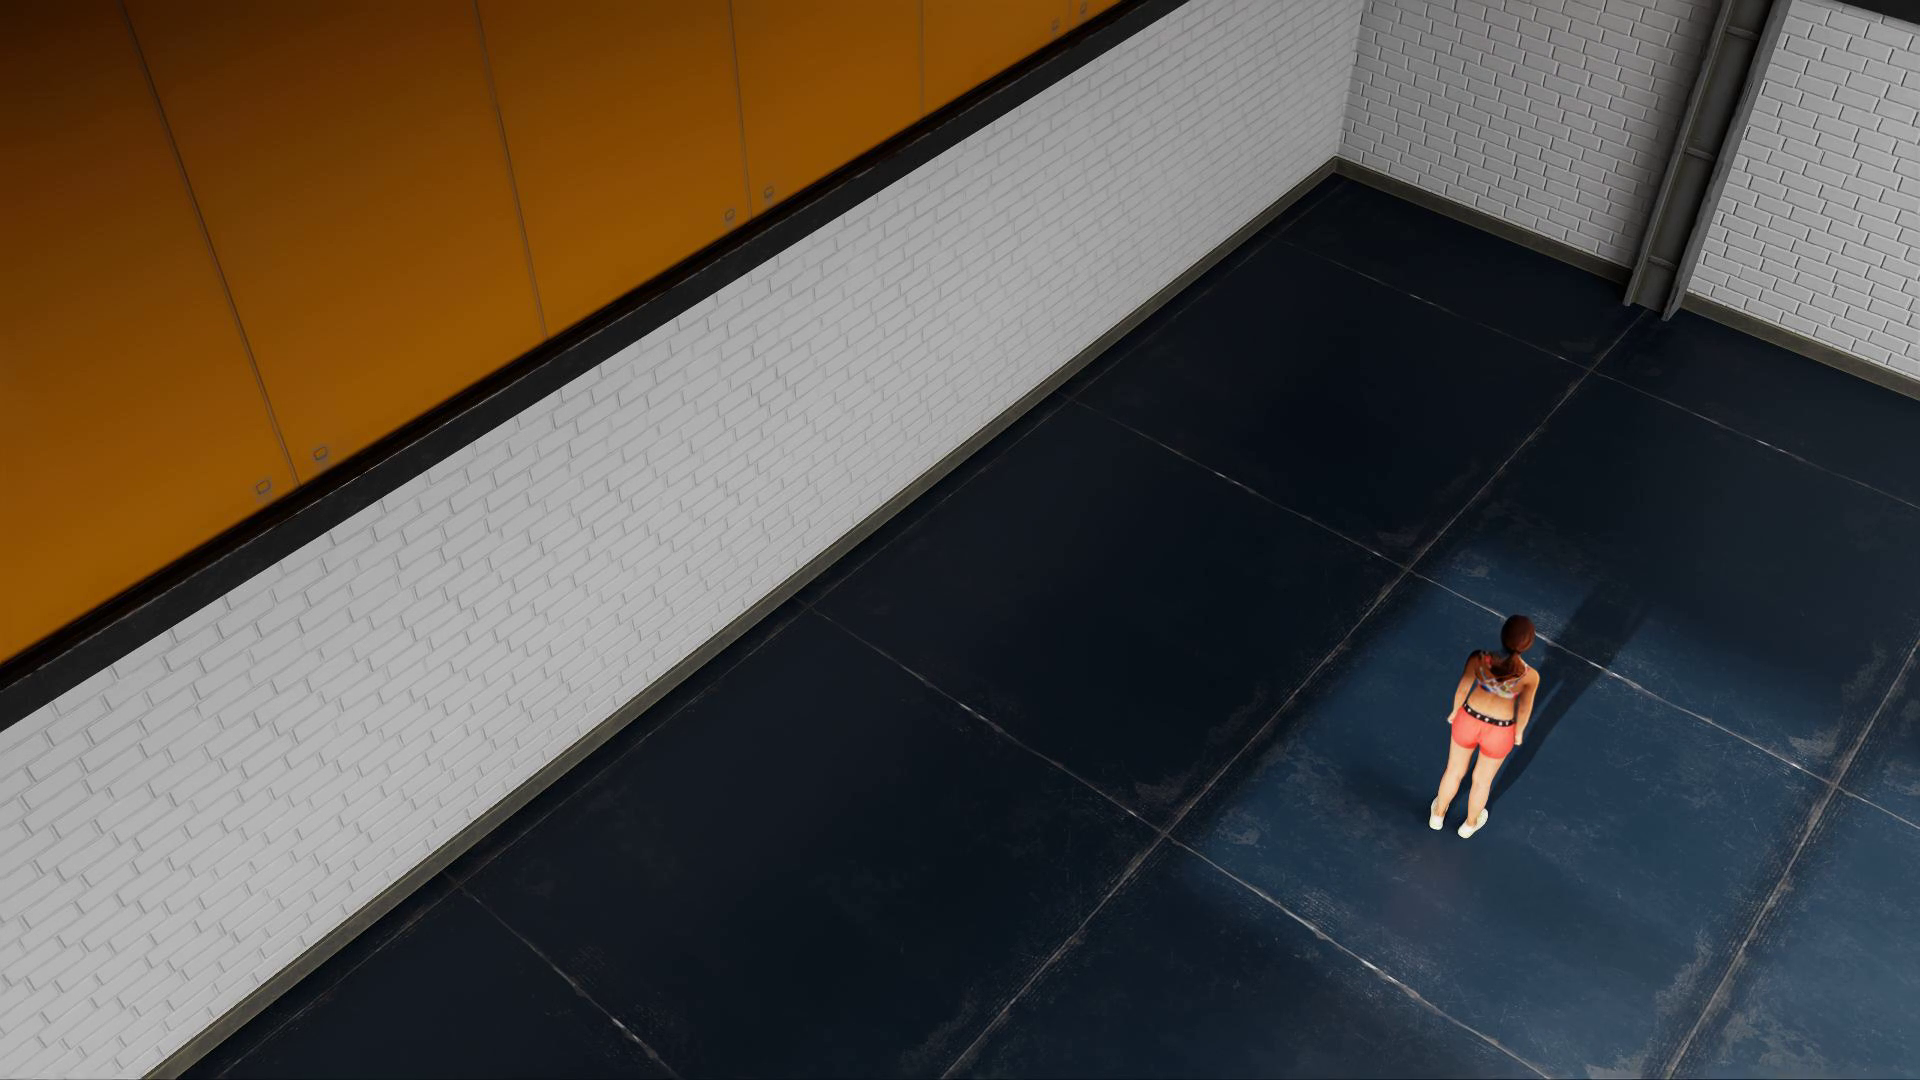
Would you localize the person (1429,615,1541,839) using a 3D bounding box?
[{"bbox_3d":[3.021,1.081,9.583,0.556,1.791,0.686,21,48,21],"label":"person"}]
